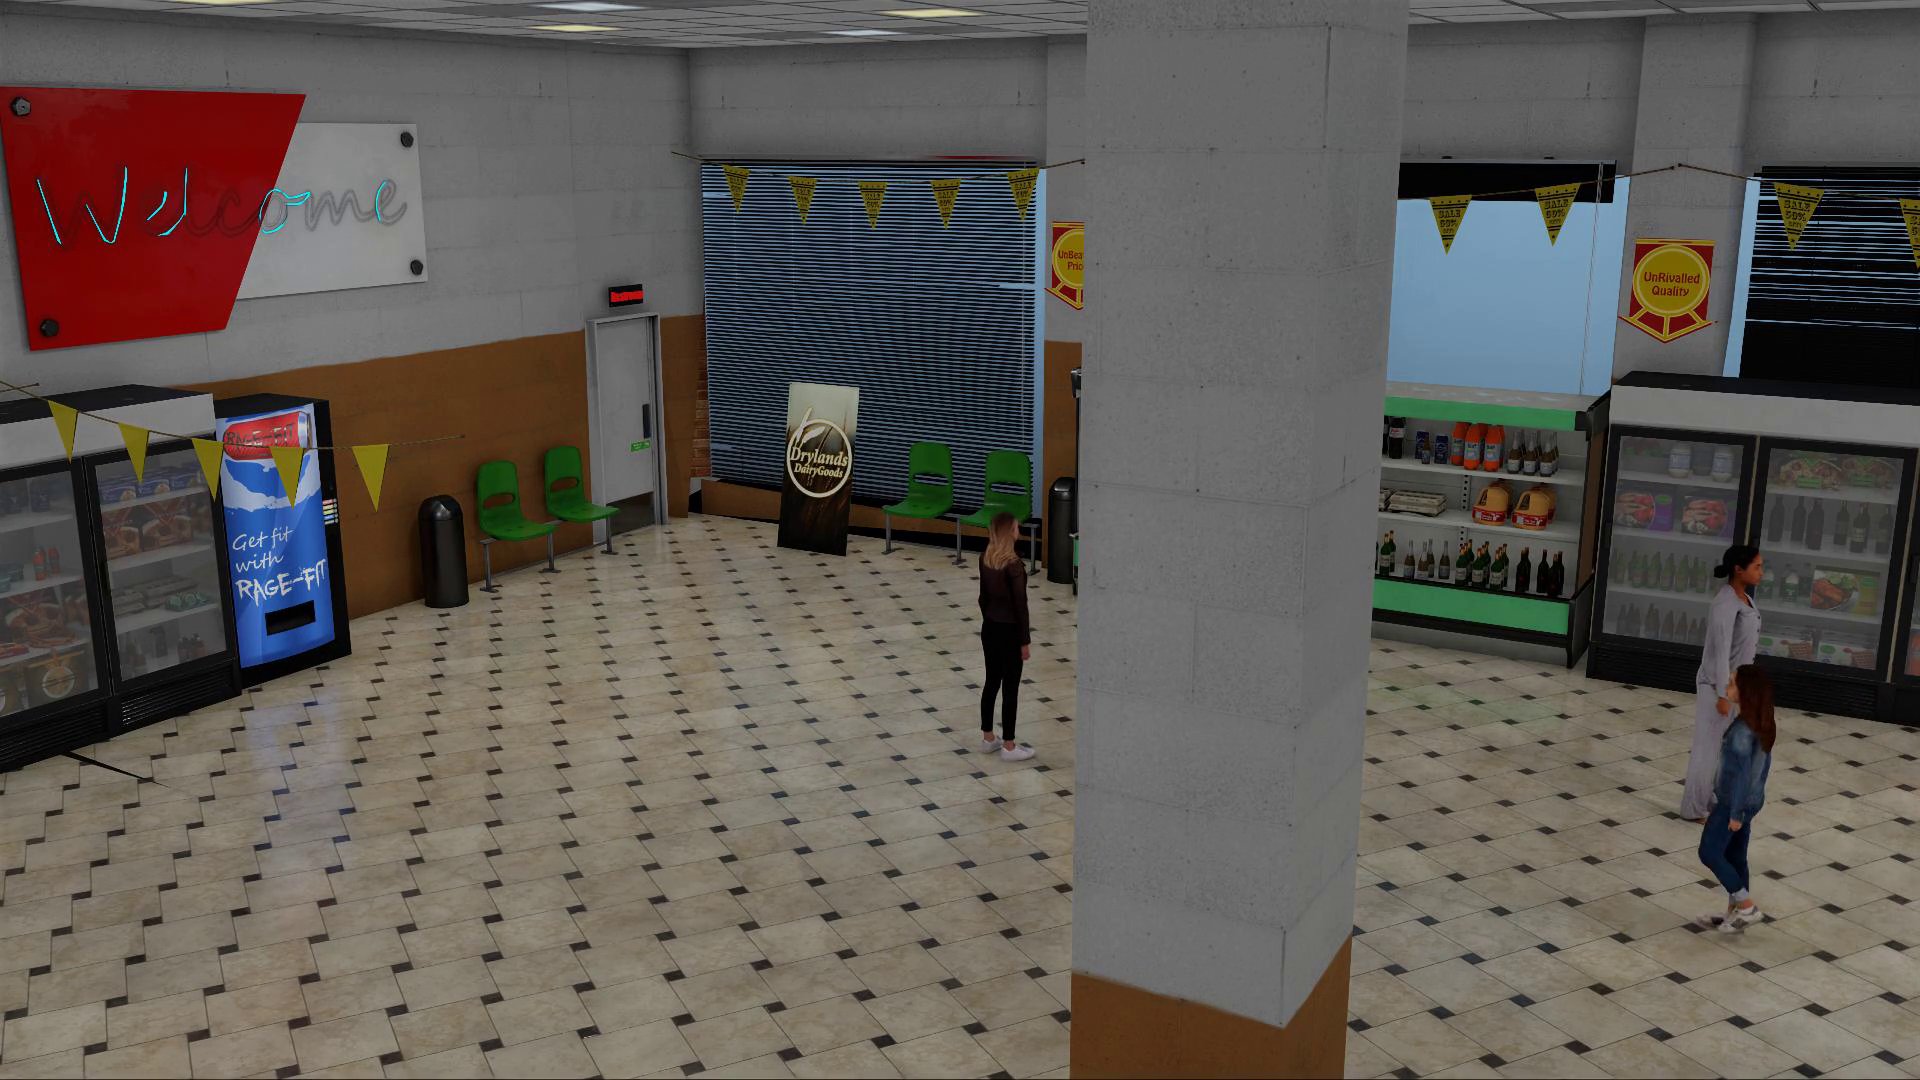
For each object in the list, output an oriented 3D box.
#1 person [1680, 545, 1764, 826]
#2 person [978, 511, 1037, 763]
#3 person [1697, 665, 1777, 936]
[{"bbox_3d":[4.647,0.868,10.141,0.600,1.733,0.662,11,17,38],"label":"person"},{"bbox_3d":[0.285,0.637,11.159,0.731,1.703,0.583,-10,17,-35],"label":"person"},{"bbox_3d":[4.120,1.370,8.635,0.586,1.469,0.597,10,17,35],"label":"person"}]
